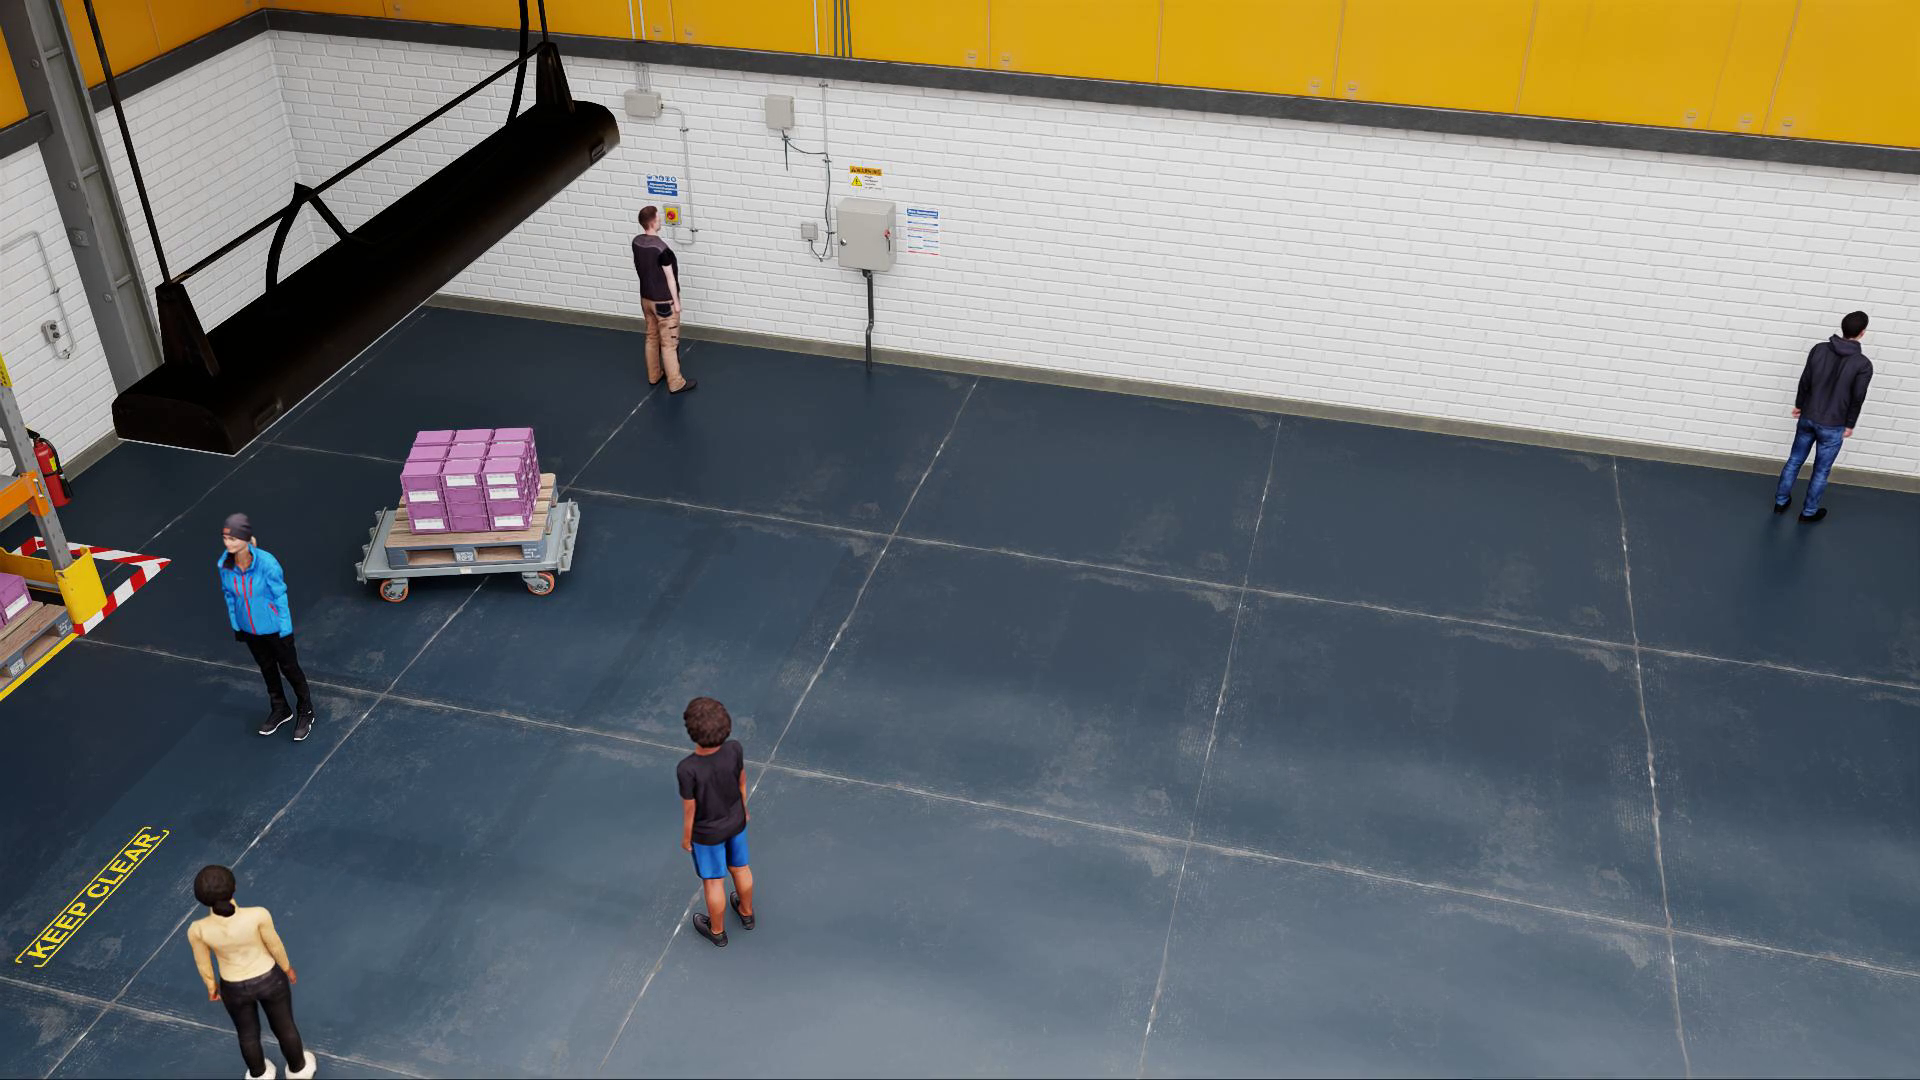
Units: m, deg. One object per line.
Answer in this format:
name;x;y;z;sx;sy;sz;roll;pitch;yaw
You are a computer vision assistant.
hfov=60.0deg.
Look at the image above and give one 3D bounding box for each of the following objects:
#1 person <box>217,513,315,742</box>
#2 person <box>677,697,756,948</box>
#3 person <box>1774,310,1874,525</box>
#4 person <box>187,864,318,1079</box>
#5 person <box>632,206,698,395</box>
person;-4.778;0.592;11.441;0.617;1.797;0.513;7;34;11
person;-1.431;1.666;9.824;0.687;1.799;0.767;-25;41;-32
person;7.147;-1.015;13.772;0.787;1.894;0.762;-24;40;-31
person;-3.778;2.369;8.892;0.695;1.659;0.716;-9;35;-14
person;-2.857;-2.289;15.734;0.770;1.842;0.755;26;42;34
